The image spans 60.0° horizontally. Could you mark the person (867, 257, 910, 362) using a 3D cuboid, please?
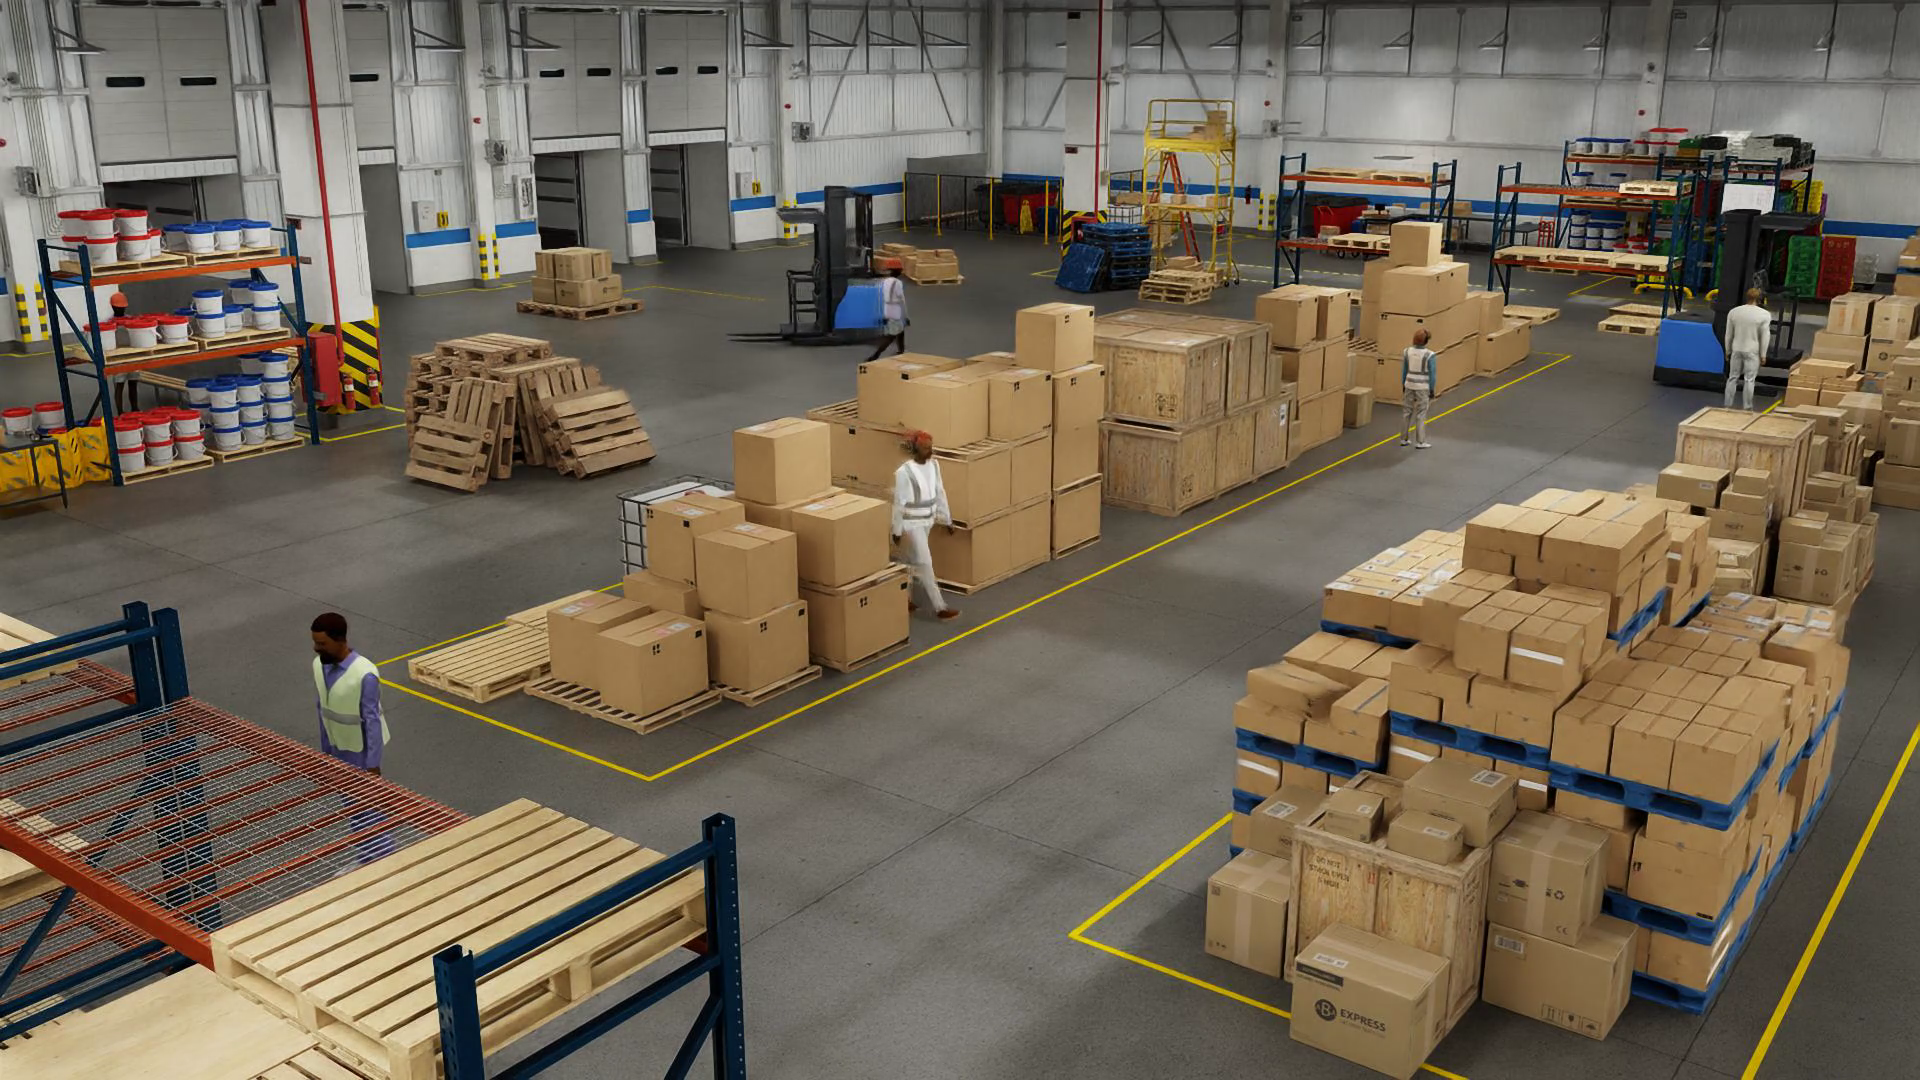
[{"bbox_3d":[-1.175,-3.809,28.067,0.918,1.910,0.561,-8,18,-24],"label":"person"}]

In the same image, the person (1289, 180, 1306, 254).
[{"bbox_3d":[8.796,-8.437,43.325,0.372,1.934,0.627,-1,17,-3],"label":"person"}]

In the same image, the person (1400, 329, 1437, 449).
[{"bbox_3d":[6.260,-2.067,22.731,0.306,1.640,0.522,-15,22,-40],"label":"person"}]

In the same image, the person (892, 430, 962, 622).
[{"bbox_3d":[-0.288,-0.131,15.969,0.961,1.838,0.580,11,20,33],"label":"person"}]

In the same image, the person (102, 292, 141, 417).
[{"bbox_3d":[-12.069,-2.620,24.061,0.376,1.934,0.547,8,19,25],"label":"person"}]

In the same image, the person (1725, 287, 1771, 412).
[{"bbox_3d":[11.587,-2.758,24.522,0.370,1.934,0.627,-15,22,-40],"label":"person"}]

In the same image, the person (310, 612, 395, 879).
[{"bbox_3d":[-3.980,1.368,10.912,0.593,1.908,0.407,11,20,33],"label":"person"}]

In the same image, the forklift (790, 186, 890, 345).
[{"bbox_3d":[-2.251,-5.068,30.557,1.873,2.768,1.129,-3,17,-10],"label":"forklift"}]

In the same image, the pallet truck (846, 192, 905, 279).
[{"bbox_3d":[-1.936,-7.159,38.982,1.885,1.965,0.823,-12,21,-34],"label":"pallet truck"}]

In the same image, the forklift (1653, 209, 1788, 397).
[{"bbox_3d":[12.271,-3.827,26.446,1.873,2.768,1.129,12,21,35],"label":"forklift"}]
